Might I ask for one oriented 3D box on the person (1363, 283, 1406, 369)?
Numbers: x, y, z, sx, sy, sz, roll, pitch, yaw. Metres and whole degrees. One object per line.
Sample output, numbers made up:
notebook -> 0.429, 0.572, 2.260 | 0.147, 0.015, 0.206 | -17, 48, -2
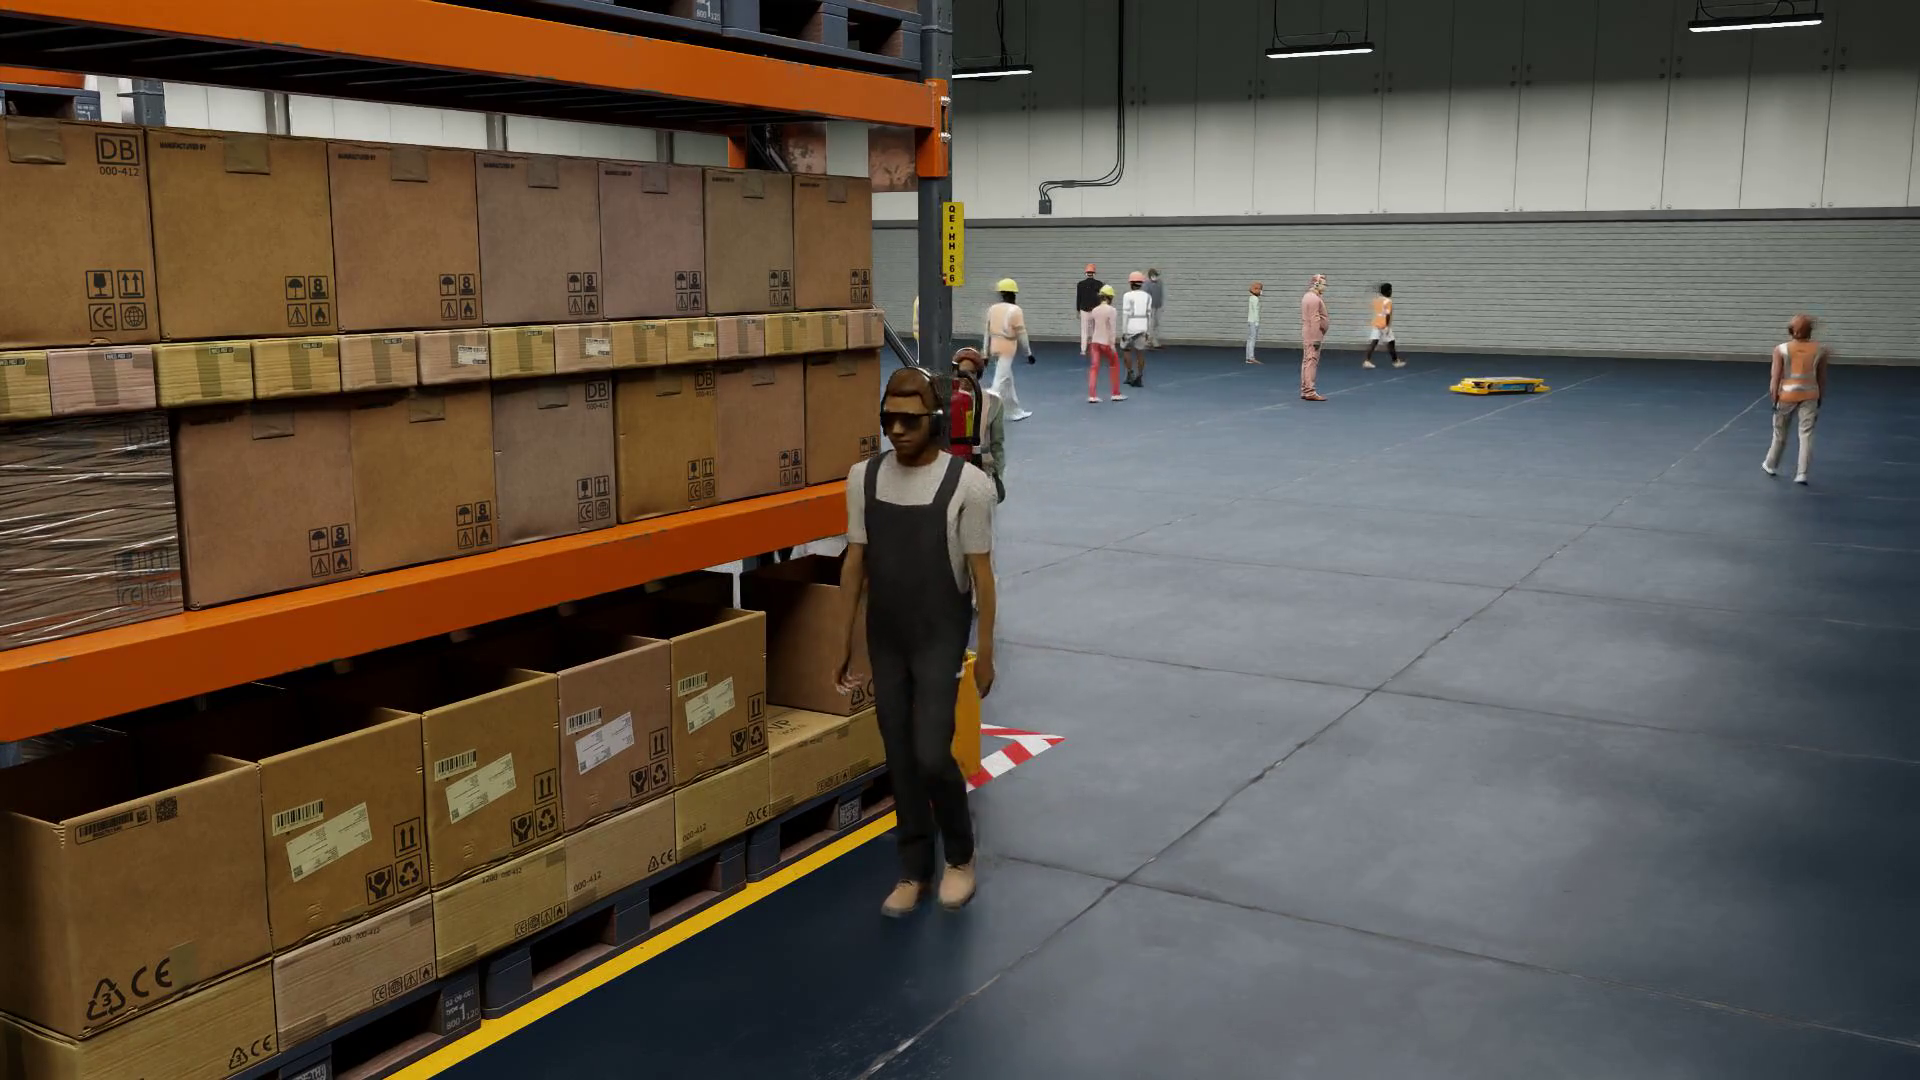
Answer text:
person -> 8.206, -4.130, 32.148 | 0.897, 1.647, 0.545 | -3, 10, -18

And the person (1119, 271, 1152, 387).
person -> 2.911, -3.505, 27.704 | 0.582, 1.917, 0.506 | -4, 11, -24

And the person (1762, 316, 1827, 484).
person -> 8.088, -1.360, 16.097 | 0.529, 1.592, 0.850 | 2, 10, 11

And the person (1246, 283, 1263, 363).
person -> 6.018, -4.424, 33.929 | 0.288, 1.632, 0.505 | -1, 10, -3

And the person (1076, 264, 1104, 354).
person -> 2.883, -5.099, 36.828 | 0.620, 1.994, 0.381 | 0, 10, 0

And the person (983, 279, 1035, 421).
person -> 0.591, -2.446, 21.648 | 0.979, 1.880, 0.599 | -7, 12, -37

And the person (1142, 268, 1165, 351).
person -> 4.519, -5.320, 38.460 | 0.784, 1.901, 0.375 | -9, 13, -41

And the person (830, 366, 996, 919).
person -> -0.157, 0.349, 5.433 | 0.512, 1.829, 0.403 | 5, 11, 27

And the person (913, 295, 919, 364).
person -> -0.501, -3.109, 25.630 | 0.429, 1.839, 0.634 | -2, 10, -10

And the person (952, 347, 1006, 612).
person -> 0.025, -0.342, 10.017 | 0.513, 1.639, 0.313 | -2, 10, -13

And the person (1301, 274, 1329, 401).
person -> 5.361, -3.055, 25.135 | 0.409, 1.903, 0.639 | 0, 10, 1

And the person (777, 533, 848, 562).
person -> -0.693, -0.101, 8.123 | 0.901, 1.812, 0.633 | 6, 11, 30

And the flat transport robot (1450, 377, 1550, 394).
flat transport robot -> 8.610, -2.472, 26.489 | 1.431, 0.197, 0.652 | -4, 10, -21

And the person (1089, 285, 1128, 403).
person -> 2.200, -2.912, 24.778 | 0.768, 1.734, 0.548 | -8, 13, -41
